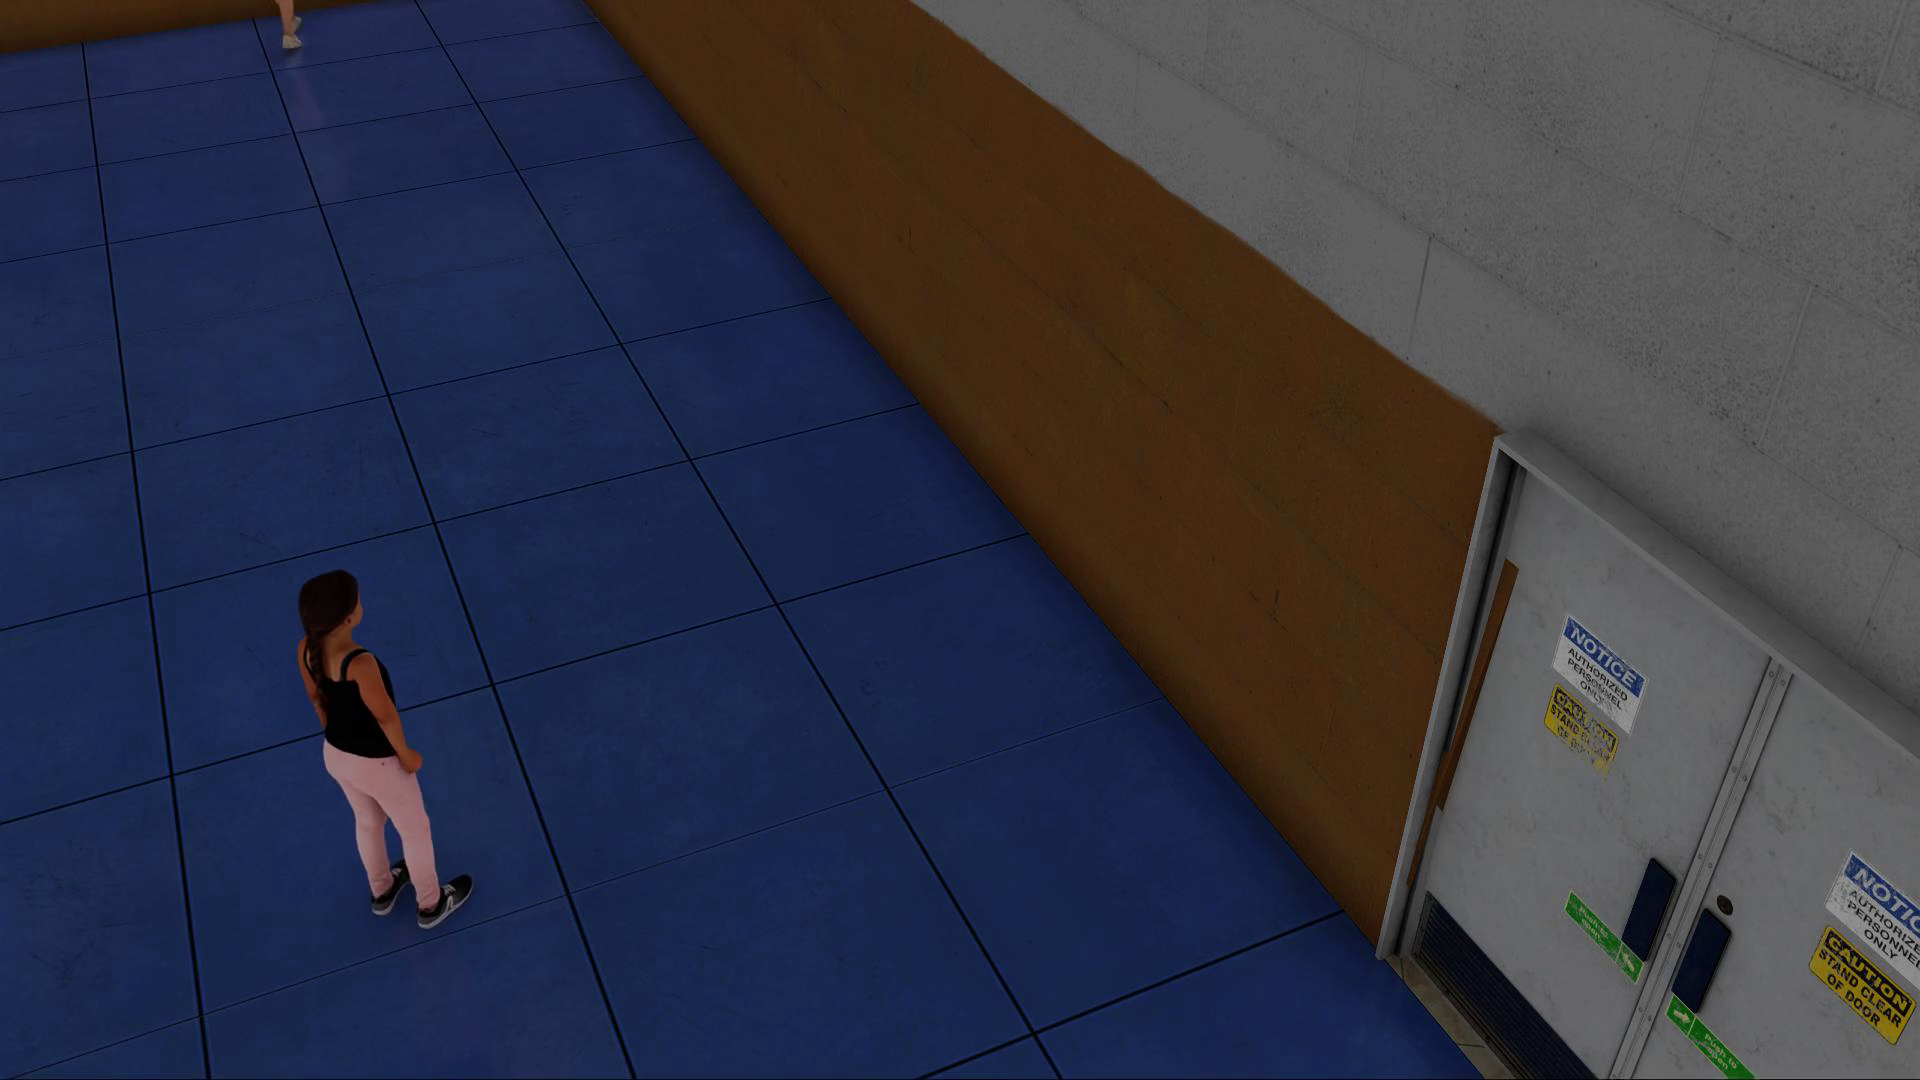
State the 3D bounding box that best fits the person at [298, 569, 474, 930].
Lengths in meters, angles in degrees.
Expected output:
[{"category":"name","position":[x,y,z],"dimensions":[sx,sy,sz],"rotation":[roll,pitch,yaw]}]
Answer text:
[{"category":"person","position":[-2.098,0.768,5.897],"dimensions":[0.632,1.561,0.678],"rotation":[17,40,21]}]
